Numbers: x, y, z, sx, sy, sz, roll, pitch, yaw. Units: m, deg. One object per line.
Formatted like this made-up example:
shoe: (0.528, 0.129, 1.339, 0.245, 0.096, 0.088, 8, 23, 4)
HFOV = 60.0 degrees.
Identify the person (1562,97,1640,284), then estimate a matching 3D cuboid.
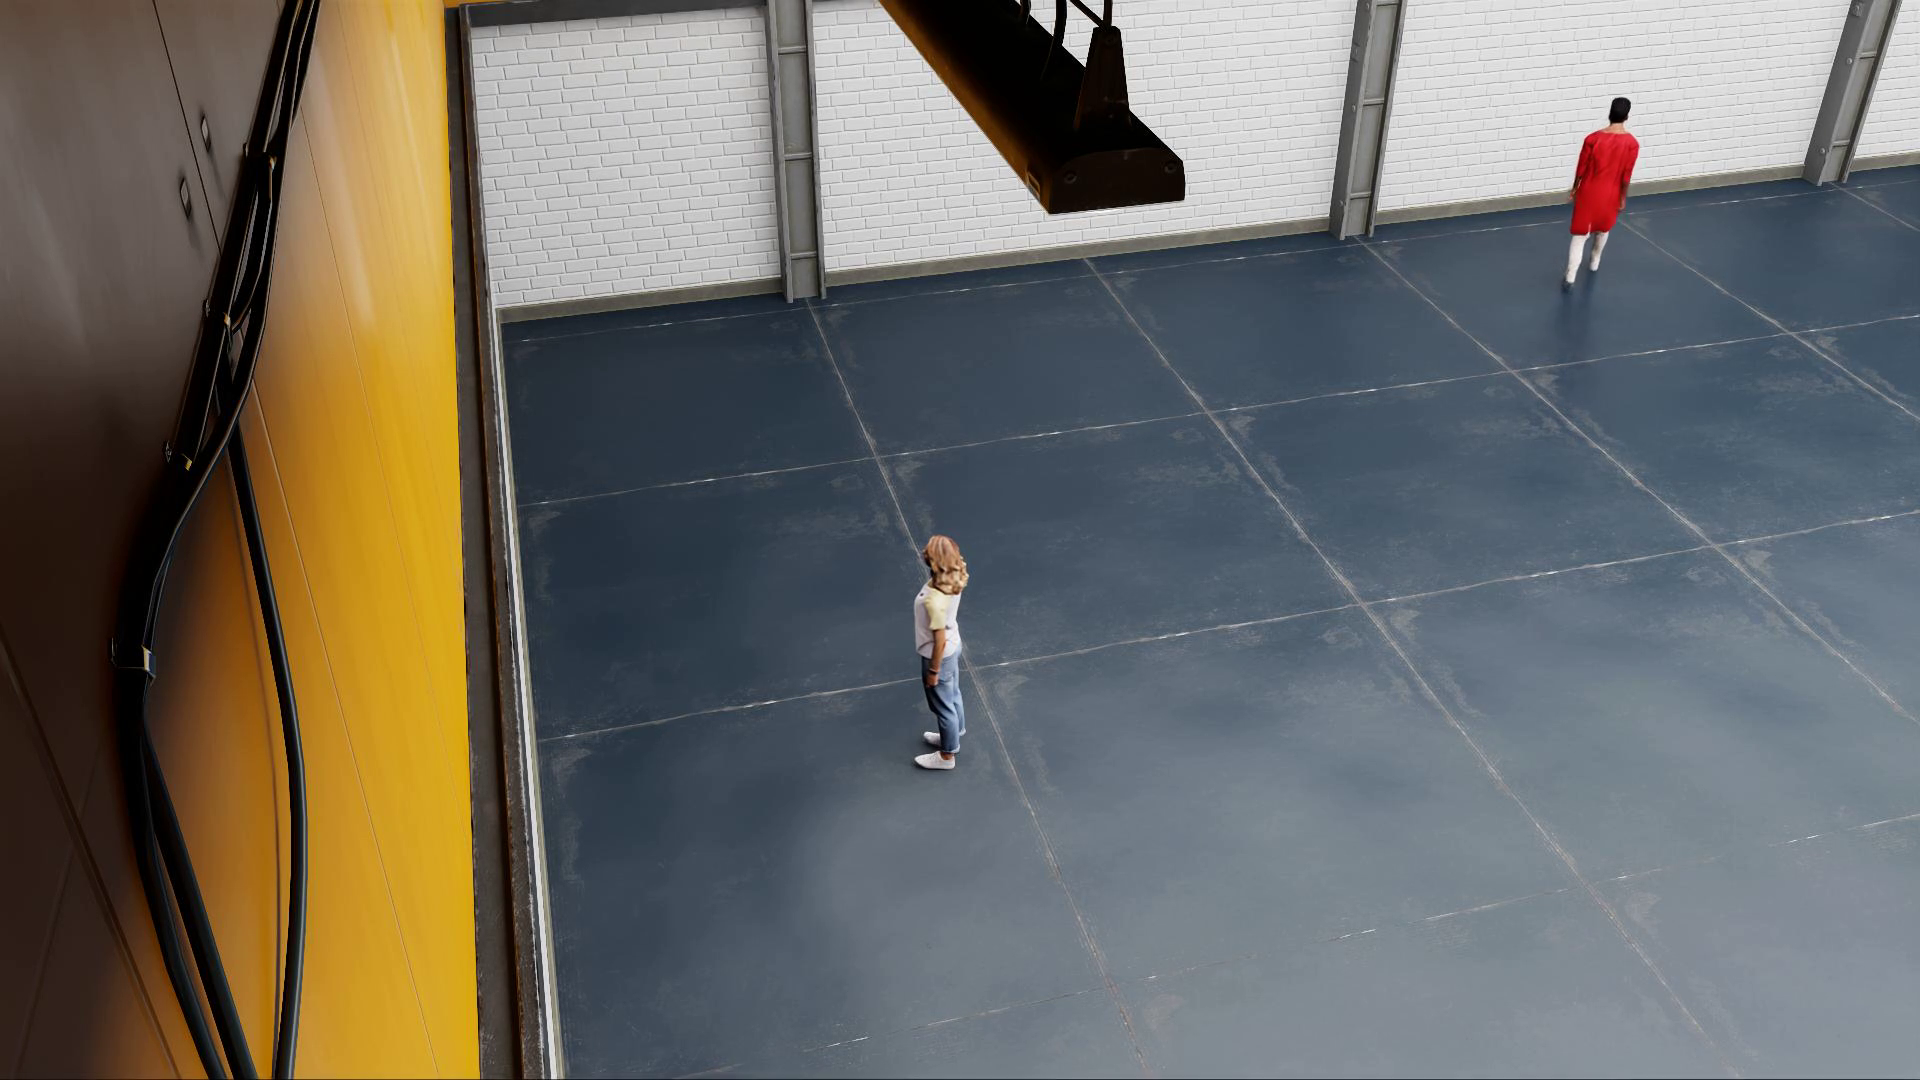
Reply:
person: (6.322, -3.409, 16.458, 1.172, 1.847, 1.150, 12, 35, 17)

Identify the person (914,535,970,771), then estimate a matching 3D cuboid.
person: (-0.109, 0.705, 10.382, 0.707, 1.723, 0.711, 7, 34, 11)
